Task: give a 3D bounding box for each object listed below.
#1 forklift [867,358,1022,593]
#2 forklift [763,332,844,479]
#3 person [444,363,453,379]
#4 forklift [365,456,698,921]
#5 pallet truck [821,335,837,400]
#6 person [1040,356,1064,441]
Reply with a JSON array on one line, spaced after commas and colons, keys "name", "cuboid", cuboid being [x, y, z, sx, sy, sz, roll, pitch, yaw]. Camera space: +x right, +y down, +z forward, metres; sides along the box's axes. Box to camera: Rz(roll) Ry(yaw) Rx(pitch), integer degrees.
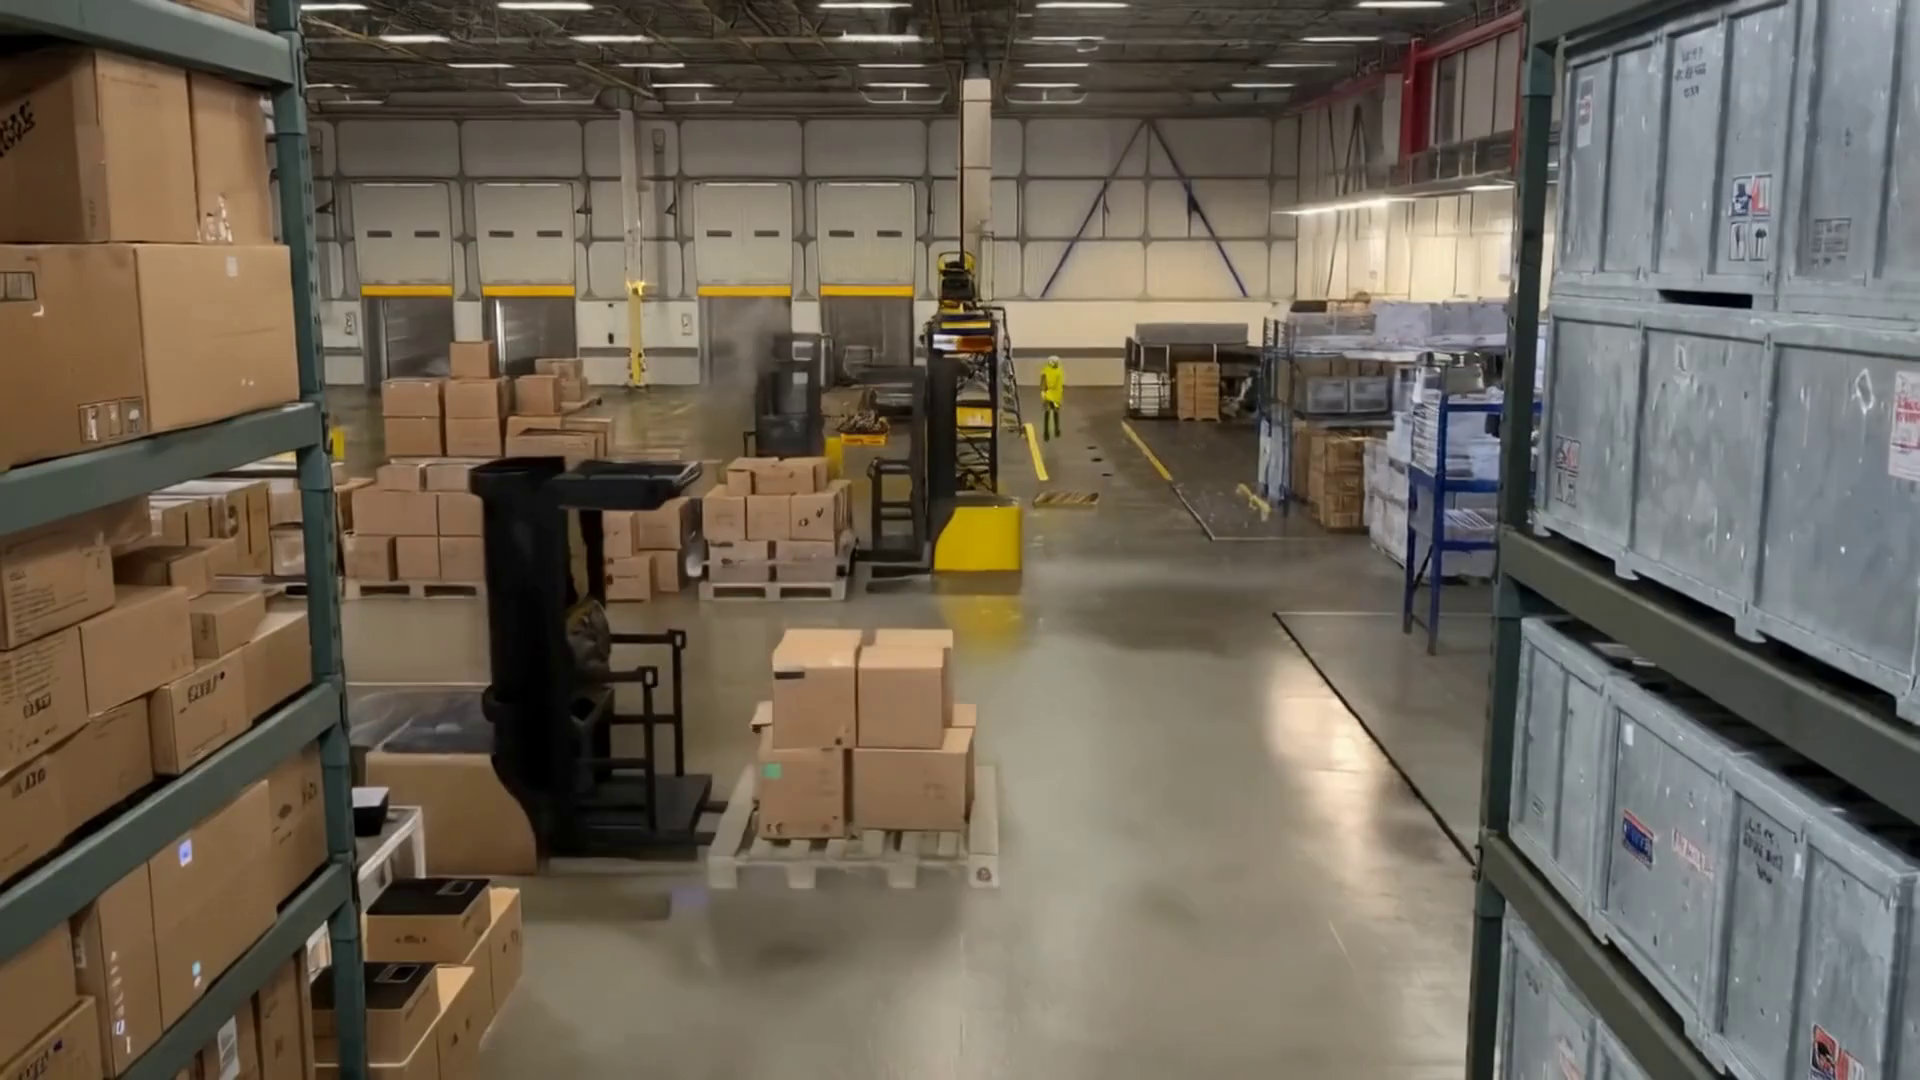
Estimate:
[{"name": "forklift", "cuboid": [-0.179, -0.808, 20.365, 1.873, 2.768, 1.129, 0, 10, 1]}, {"name": "forklift", "cuboid": [-2.714, -2.017, 27.341, 1.129, 2.768, 1.873, 3, 10, 17]}, {"name": "person", "cuboid": [-11.573, -3.225, 37.913, 0.311, 1.633, 0.519, 4, 11, 23]}, {"name": "forklift", "cuboid": [-2.725, 0.893, 10.549, 1.873, 2.768, 1.129, 0, 10, 0]}, {"name": "pallet truck", "cuboid": [-3.021, -4.312, 43.126, 1.885, 1.965, 0.823, 3, 10, 17]}, {"name": "person", "cuboid": [2.021, -3.117, 36.619, 0.547, 1.880, 1.041, 2, 10, 12]}]
